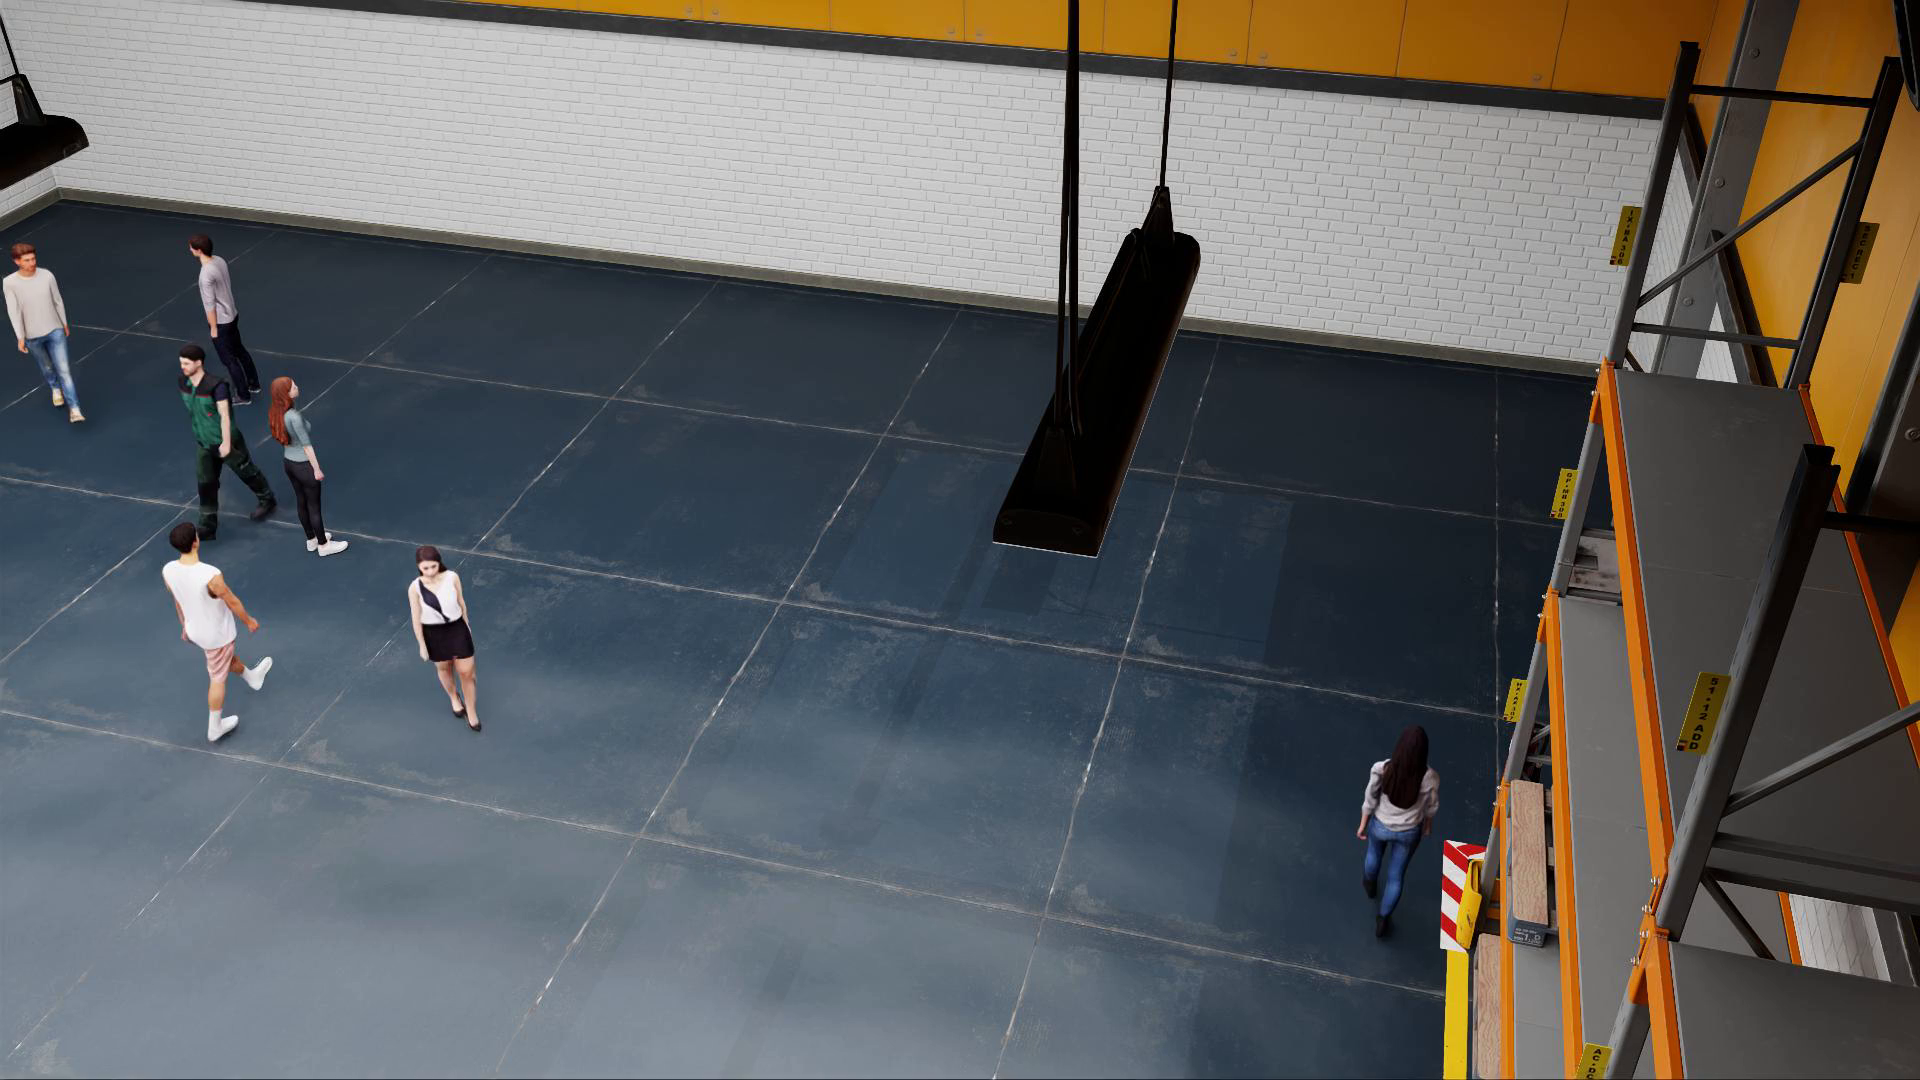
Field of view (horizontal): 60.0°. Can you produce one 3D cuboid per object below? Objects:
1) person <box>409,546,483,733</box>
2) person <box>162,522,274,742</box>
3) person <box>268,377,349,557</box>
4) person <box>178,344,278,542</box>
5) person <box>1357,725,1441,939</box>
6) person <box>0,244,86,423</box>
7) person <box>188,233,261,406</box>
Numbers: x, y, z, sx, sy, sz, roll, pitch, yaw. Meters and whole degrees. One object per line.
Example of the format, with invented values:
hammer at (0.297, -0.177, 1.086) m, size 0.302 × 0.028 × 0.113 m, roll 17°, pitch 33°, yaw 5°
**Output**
person at (-3.962, 0.694, 12.735) m, size 0.786 × 1.631 × 0.849 m, roll -17°, pitch 37°, yaw -23°
person at (-5.715, 0.736, 12.579) m, size 0.718 × 1.733 × 1.125 m, roll 12°, pitch 36°, yaw 18°
person at (-5.800, -0.649, 14.655) m, size 0.661 × 1.742 × 0.670 m, roll 25°, pitch 41°, yaw 33°
person at (-6.591, -0.928, 14.979) m, size 0.723 × 1.849 × 1.206 m, roll 11°, pitch 35°, yaw 16°
person at (2.846, 1.951, 10.866) m, size 0.637 × 1.607 × 0.793 m, roll 8°, pitch 34°, yaw 11°
person at (-9.271, -2.114, 16.771) m, size 1.234 × 1.840 × 1.276 m, roll -18°, pitch 38°, yaw -25°
person at (-7.529, -2.270, 17.005) m, size 0.774 × 1.841 × 0.606 m, roll -3°, pitch 34°, yaw -4°
